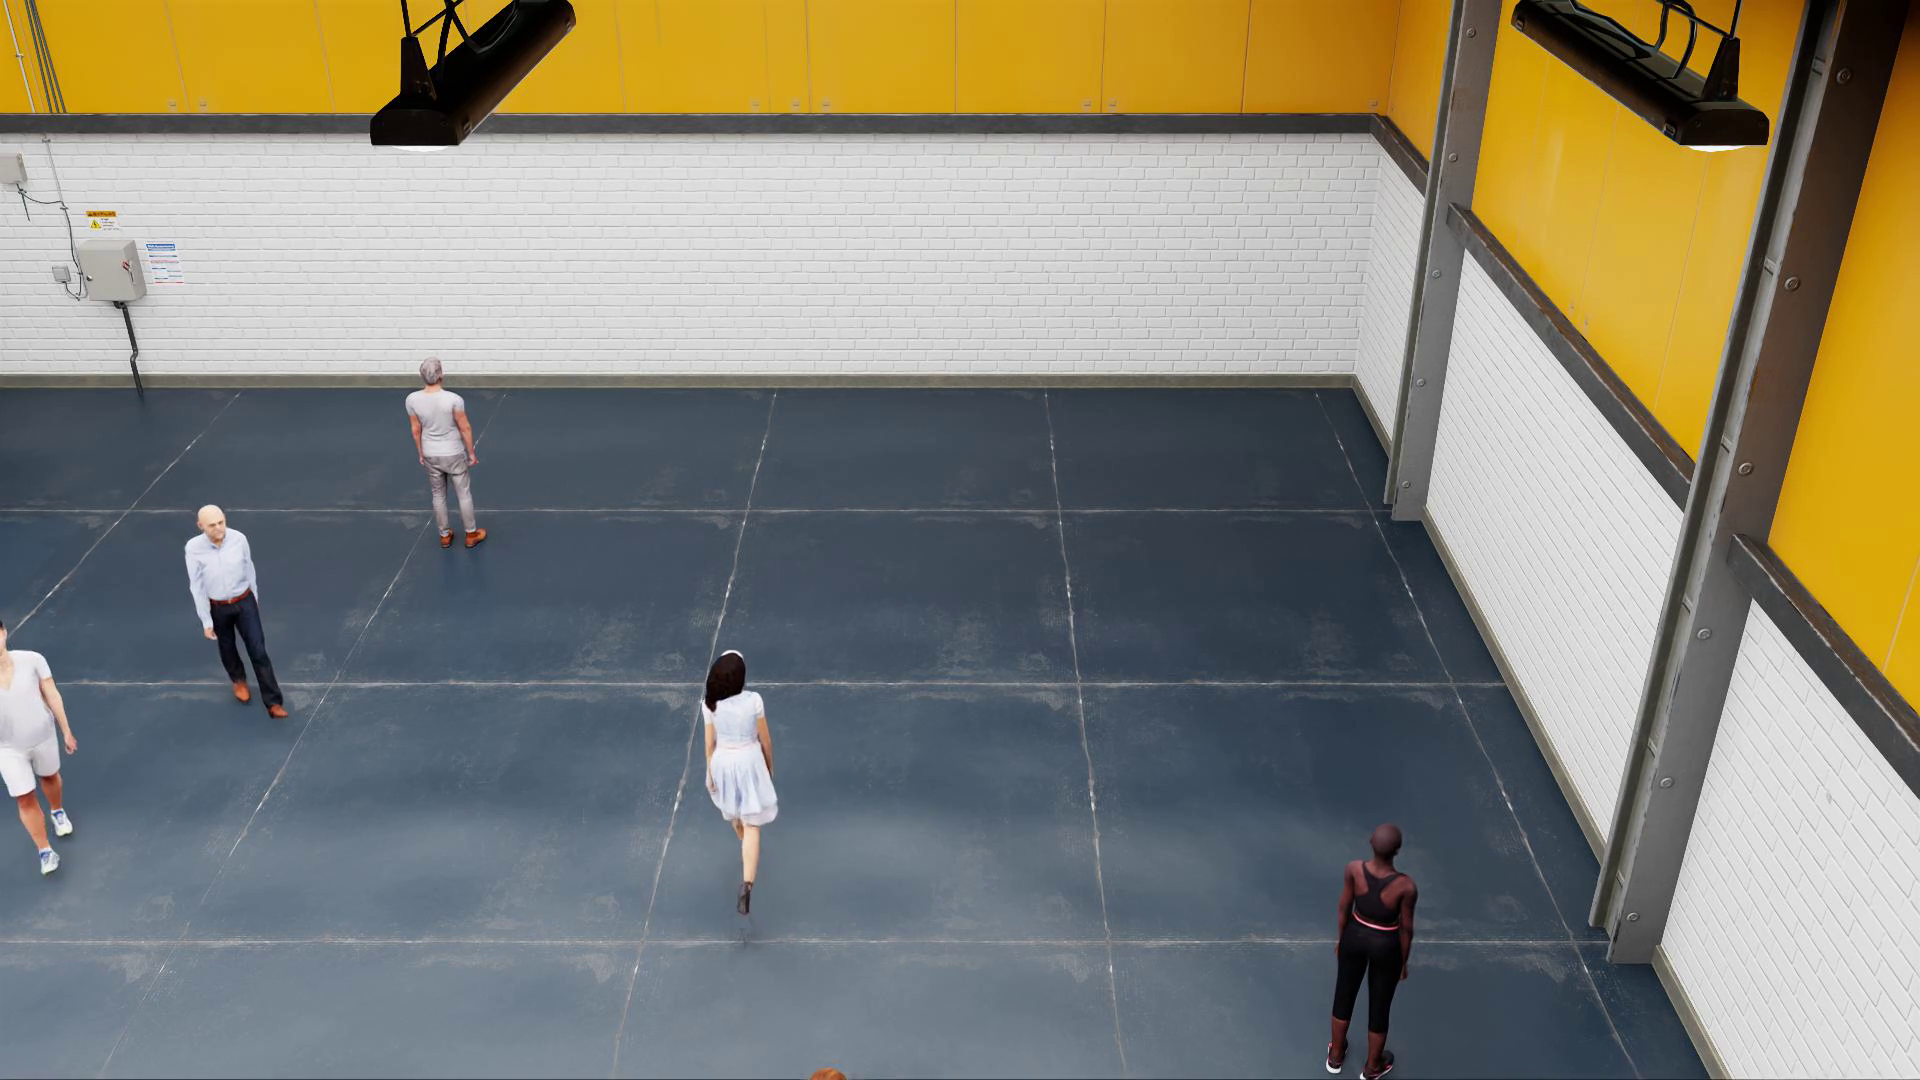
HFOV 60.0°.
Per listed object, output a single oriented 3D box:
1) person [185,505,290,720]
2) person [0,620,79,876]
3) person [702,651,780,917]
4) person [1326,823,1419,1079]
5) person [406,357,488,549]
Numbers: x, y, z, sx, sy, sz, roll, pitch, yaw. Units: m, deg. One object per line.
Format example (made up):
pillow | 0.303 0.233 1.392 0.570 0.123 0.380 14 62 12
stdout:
person | -5.606 0.514 12.704 1.081 1.742 1.265 -18 33 -29
person | -6.332 1.270 11.233 1.049 1.823 1.169 -19 34 -30
person | -1.417 1.592 10.687 0.672 1.781 1.189 -1 29 -2
person | 2.312 2.317 9.382 0.667 1.757 0.693 16 33 27
person | -4.641 -0.778 14.978 0.688 1.832 0.546 1 29 1
